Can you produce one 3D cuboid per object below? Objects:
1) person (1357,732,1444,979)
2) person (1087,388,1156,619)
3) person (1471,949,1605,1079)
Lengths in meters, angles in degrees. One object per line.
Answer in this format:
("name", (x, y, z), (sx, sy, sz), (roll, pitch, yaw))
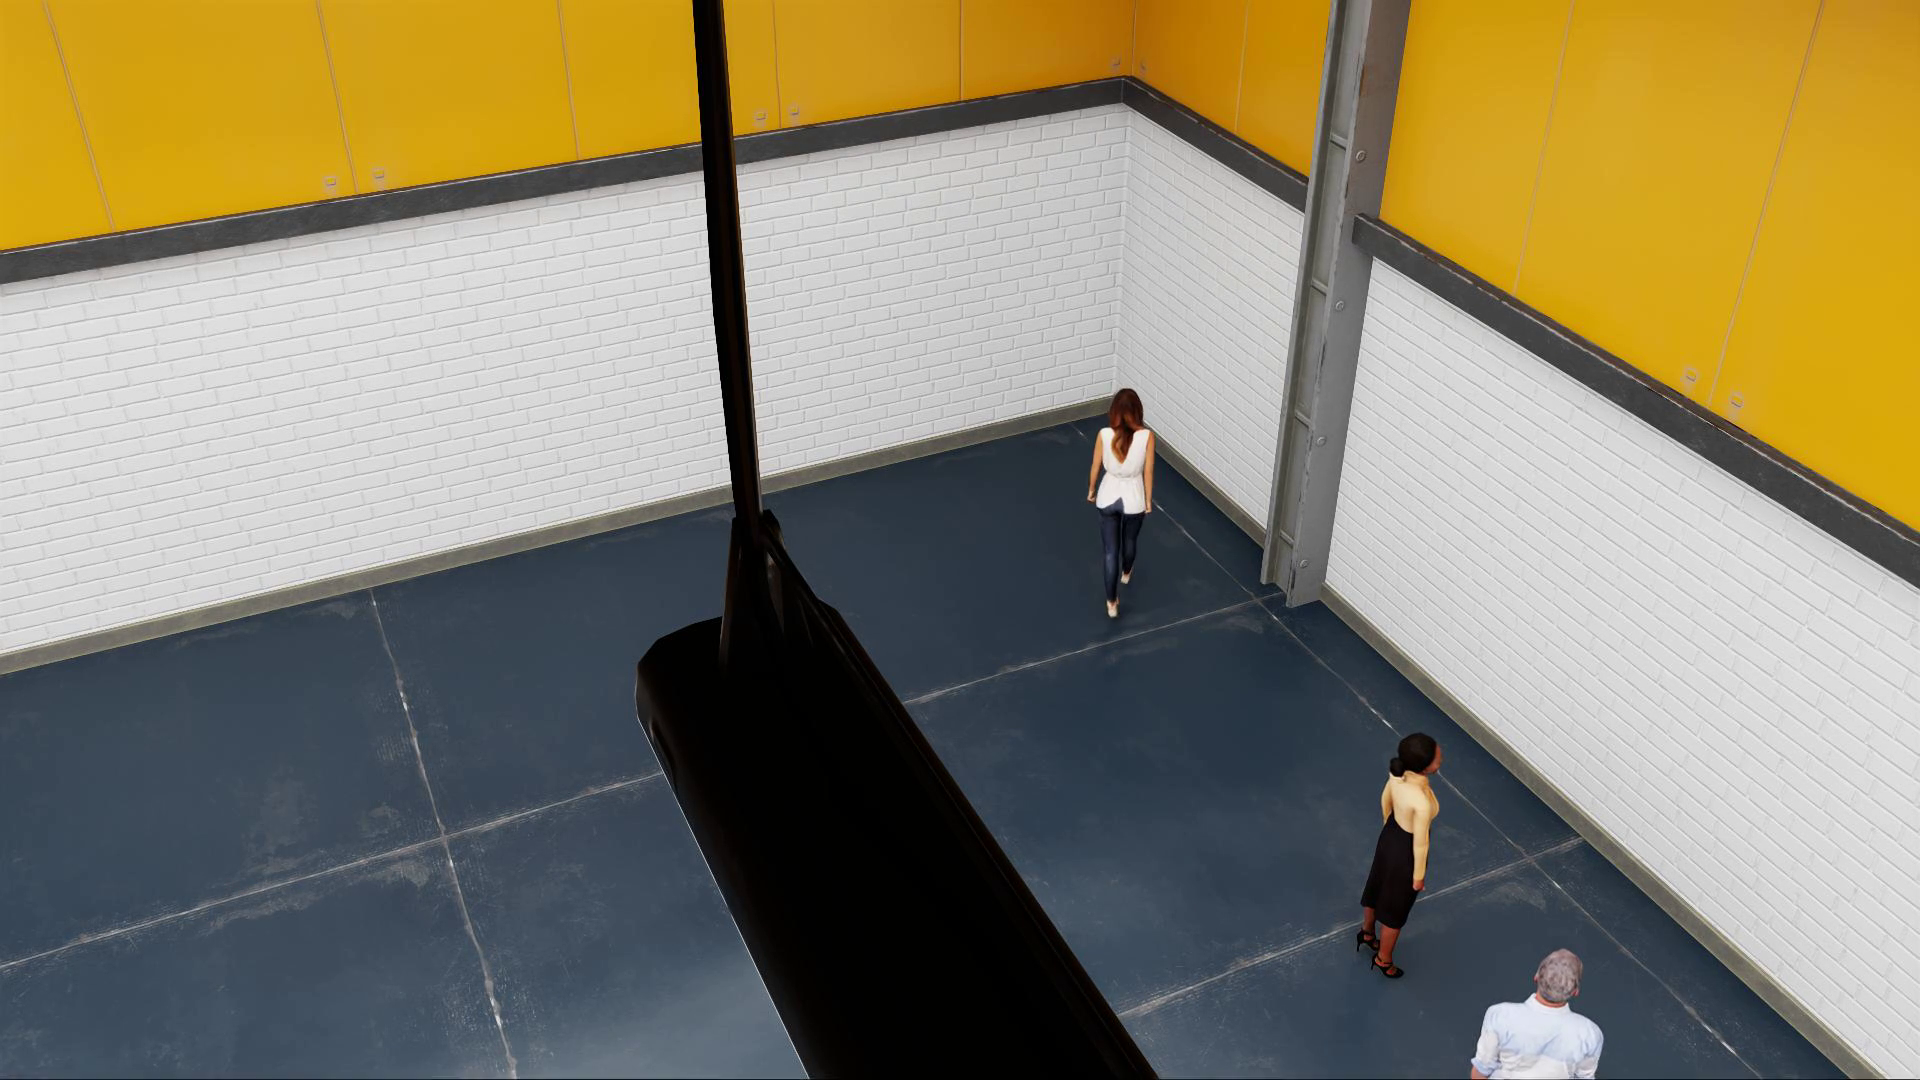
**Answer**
("person", (2.402, 1.708, 9.069), (0.687, 1.653, 0.540), (-7, 34, -11))
("person", (1.142, -0.230, 11.892), (0.925, 1.757, 1.072), (4, 34, 6))
("person", (2.592, 2.570, 7.616), (0.764, 1.827, 0.808), (10, 35, 14))
